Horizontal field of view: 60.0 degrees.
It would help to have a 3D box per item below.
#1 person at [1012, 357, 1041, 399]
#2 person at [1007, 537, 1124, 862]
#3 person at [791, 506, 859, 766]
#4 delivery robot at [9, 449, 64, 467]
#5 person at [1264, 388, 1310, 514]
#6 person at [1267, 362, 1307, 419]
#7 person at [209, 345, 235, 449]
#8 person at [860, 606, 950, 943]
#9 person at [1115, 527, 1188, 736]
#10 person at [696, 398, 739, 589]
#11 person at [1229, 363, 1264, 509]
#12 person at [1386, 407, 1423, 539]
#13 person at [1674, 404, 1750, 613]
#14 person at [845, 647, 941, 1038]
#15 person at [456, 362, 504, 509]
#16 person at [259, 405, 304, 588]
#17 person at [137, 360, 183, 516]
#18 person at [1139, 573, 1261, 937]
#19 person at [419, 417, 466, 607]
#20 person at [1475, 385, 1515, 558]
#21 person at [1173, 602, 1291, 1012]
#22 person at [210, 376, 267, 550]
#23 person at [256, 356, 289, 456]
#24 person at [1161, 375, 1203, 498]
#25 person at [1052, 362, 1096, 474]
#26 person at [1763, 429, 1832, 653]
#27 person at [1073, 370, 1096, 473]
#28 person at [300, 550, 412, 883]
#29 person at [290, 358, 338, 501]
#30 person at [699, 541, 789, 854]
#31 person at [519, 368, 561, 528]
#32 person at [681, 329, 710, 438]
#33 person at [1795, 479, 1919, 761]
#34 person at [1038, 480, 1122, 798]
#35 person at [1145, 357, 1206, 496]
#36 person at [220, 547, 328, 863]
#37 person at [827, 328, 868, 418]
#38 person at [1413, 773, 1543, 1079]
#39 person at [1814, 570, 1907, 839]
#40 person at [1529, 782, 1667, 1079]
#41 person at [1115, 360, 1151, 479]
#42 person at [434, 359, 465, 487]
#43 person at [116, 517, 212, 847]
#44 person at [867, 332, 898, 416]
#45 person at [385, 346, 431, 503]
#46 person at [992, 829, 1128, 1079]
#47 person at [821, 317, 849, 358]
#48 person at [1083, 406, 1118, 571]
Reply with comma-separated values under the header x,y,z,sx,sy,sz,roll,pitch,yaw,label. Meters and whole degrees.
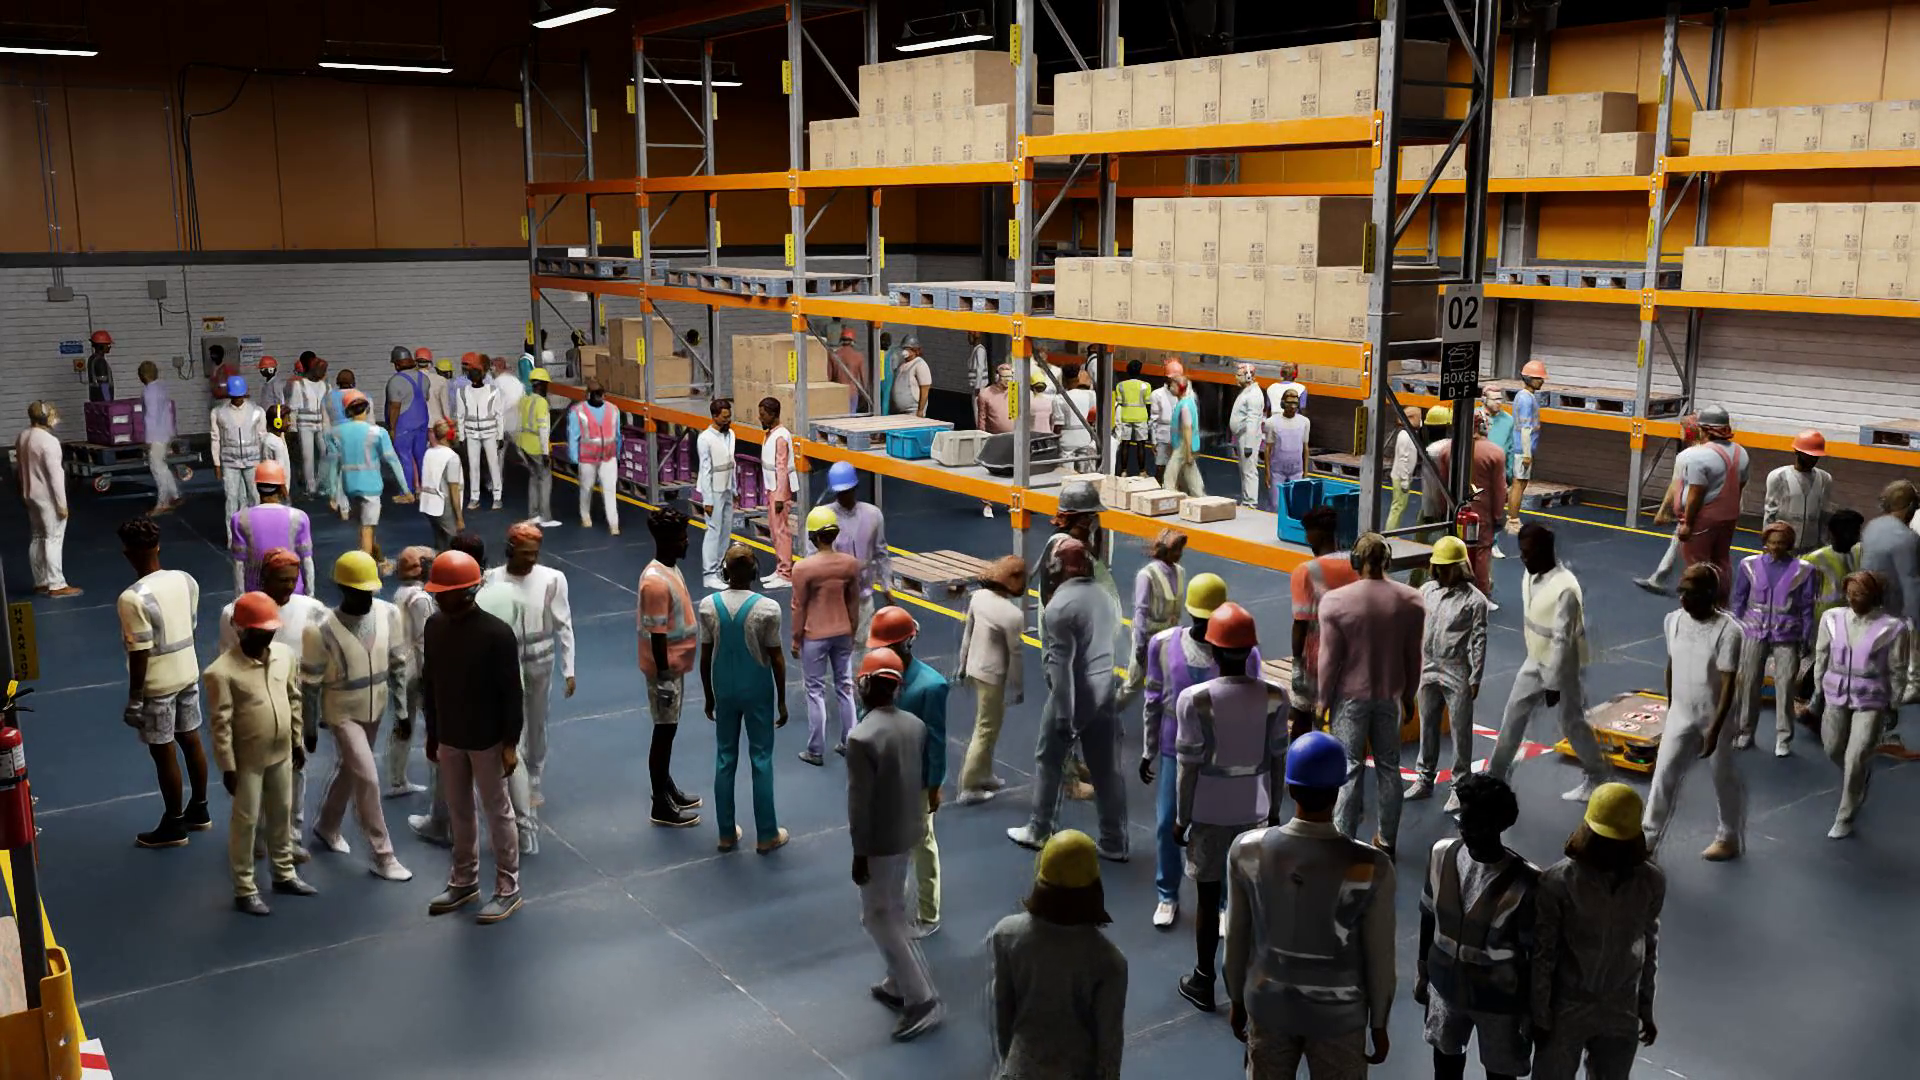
x,y,z,sx,sy,sz,roll,pitch,yaw,label
0.868,-1.778,23.077,0.621,1.989,0.398,-11,15,-44,person
0.637,0.918,9.645,0.828,1.858,0.671,9,15,40,person
-0.919,0.645,11.280,0.518,1.757,0.339,-9,14,-37,person
-13.002,-1.168,23.404,0.707,0.478,0.477,3,12,18,delivery robot
3.566,-0.746,18.210,0.502,1.838,0.341,-1,11,-7,person
4.204,-1.389,21.491,0.563,1.838,0.393,10,15,41,person
-11.641,-2.268,26.384,0.541,1.678,0.526,6,13,29,person
-0.316,1.186,8.555,0.574,1.740,0.348,9,14,39,person
1.296,0.679,11.511,0.541,1.601,0.768,-9,15,-40,person
-2.419,-0.463,16.579,0.393,1.908,0.595,4,12,20,person
3.517,-1.226,20.496,0.399,1.900,0.644,0,11,1,person
4.901,-0.664,18.343,0.325,1.623,0.510,5,12,23,person
6.673,-0.209,14.921,0.688,2.000,0.535,-6,13,-28,person
-0.288,1.373,7.692,0.612,1.704,0.621,6,13,29,person
-6.055,-1.315,21.021,0.580,1.878,0.362,-1,11,-5,person
-6.729,-0.418,16.483,0.348,1.856,0.523,-9,14,-37,person
-9.995,-1.272,20.733,0.378,1.915,0.694,-3,12,-17,person
1.235,1.094,8.588,0.610,1.912,0.415,4,12,18,person
-4.829,-0.227,15.560,0.399,1.829,0.577,-10,15,-43,person
5.694,-0.730,17.961,0.647,1.899,0.399,-3,11,-13,person
1.250,1.242,7.754,0.545,1.942,0.349,-2,11,-11,person
-8.009,-0.864,18.529,0.601,1.942,0.394,-5,12,-26,person
-9.627,-1.701,23.292,0.330,1.751,0.565,-9,14,-38,person
2.562,-1.074,19.959,0.915,1.805,0.577,2,11,8,person
1.346,-1.136,19.862,0.607,1.963,0.373,-6,12,-27,person
7.082,0.017,14.075,0.547,1.926,0.387,0,11,1,person
1.637,-1.475,22.445,0.507,1.631,0.278,1,11,4,person
-3.473,0.950,9.431,0.937,1.878,0.577,7,13,31,person
-8.478,-1.457,21.807,0.482,1.853,0.709,8,14,36,person
-1.250,0.914,9.670,0.513,1.846,0.334,3,11,13,person
-5.023,-1.097,19.846,0.438,1.906,0.628,-8,13,-34,person
-4.376,-2.569,27.515,0.558,1.840,0.624,6,12,26,person
6.259,0.541,11.403,0.703,1.928,0.750,3,11,13,person
0.773,0.613,10.714,0.536,2.000,0.683,1,11,7,person
2.913,-1.508,22.094,1.010,1.826,0.617,9,14,37,person
-3.873,0.945,9.475,0.605,1.858,0.448,-7,13,-34,person
-1.720,-2.291,25.740,0.642,1.966,0.754,2,11,9,person
1.914,1.675,6.160,0.317,1.697,0.540,-9,15,-40,person
5.444,0.956,10.056,0.670,1.616,0.517,-9,14,-39,person
2.278,1.693,5.958,0.488,1.741,0.316,-2,11,-8,person
2.435,-1.675,23.305,0.532,1.697,0.320,4,12,19,person
-7.002,-1.588,22.687,0.533,1.767,0.327,10,15,43,person
-4.702,0.832,9.794,0.372,1.962,0.603,2,11,10,person
-1.283,-2.511,27.308,0.534,1.805,0.772,3,11,13,person
-7.195,-1.506,21.562,0.537,2.000,0.678,5,12,26,person
0.312,1.793,5.547,0.489,1.703,0.903,4,12,19,person
-2.395,-3.553,32.283,0.613,1.943,0.404,3,11,14,person
1.422,-0.512,17.211,0.326,1.752,0.560,5,12,26,person
